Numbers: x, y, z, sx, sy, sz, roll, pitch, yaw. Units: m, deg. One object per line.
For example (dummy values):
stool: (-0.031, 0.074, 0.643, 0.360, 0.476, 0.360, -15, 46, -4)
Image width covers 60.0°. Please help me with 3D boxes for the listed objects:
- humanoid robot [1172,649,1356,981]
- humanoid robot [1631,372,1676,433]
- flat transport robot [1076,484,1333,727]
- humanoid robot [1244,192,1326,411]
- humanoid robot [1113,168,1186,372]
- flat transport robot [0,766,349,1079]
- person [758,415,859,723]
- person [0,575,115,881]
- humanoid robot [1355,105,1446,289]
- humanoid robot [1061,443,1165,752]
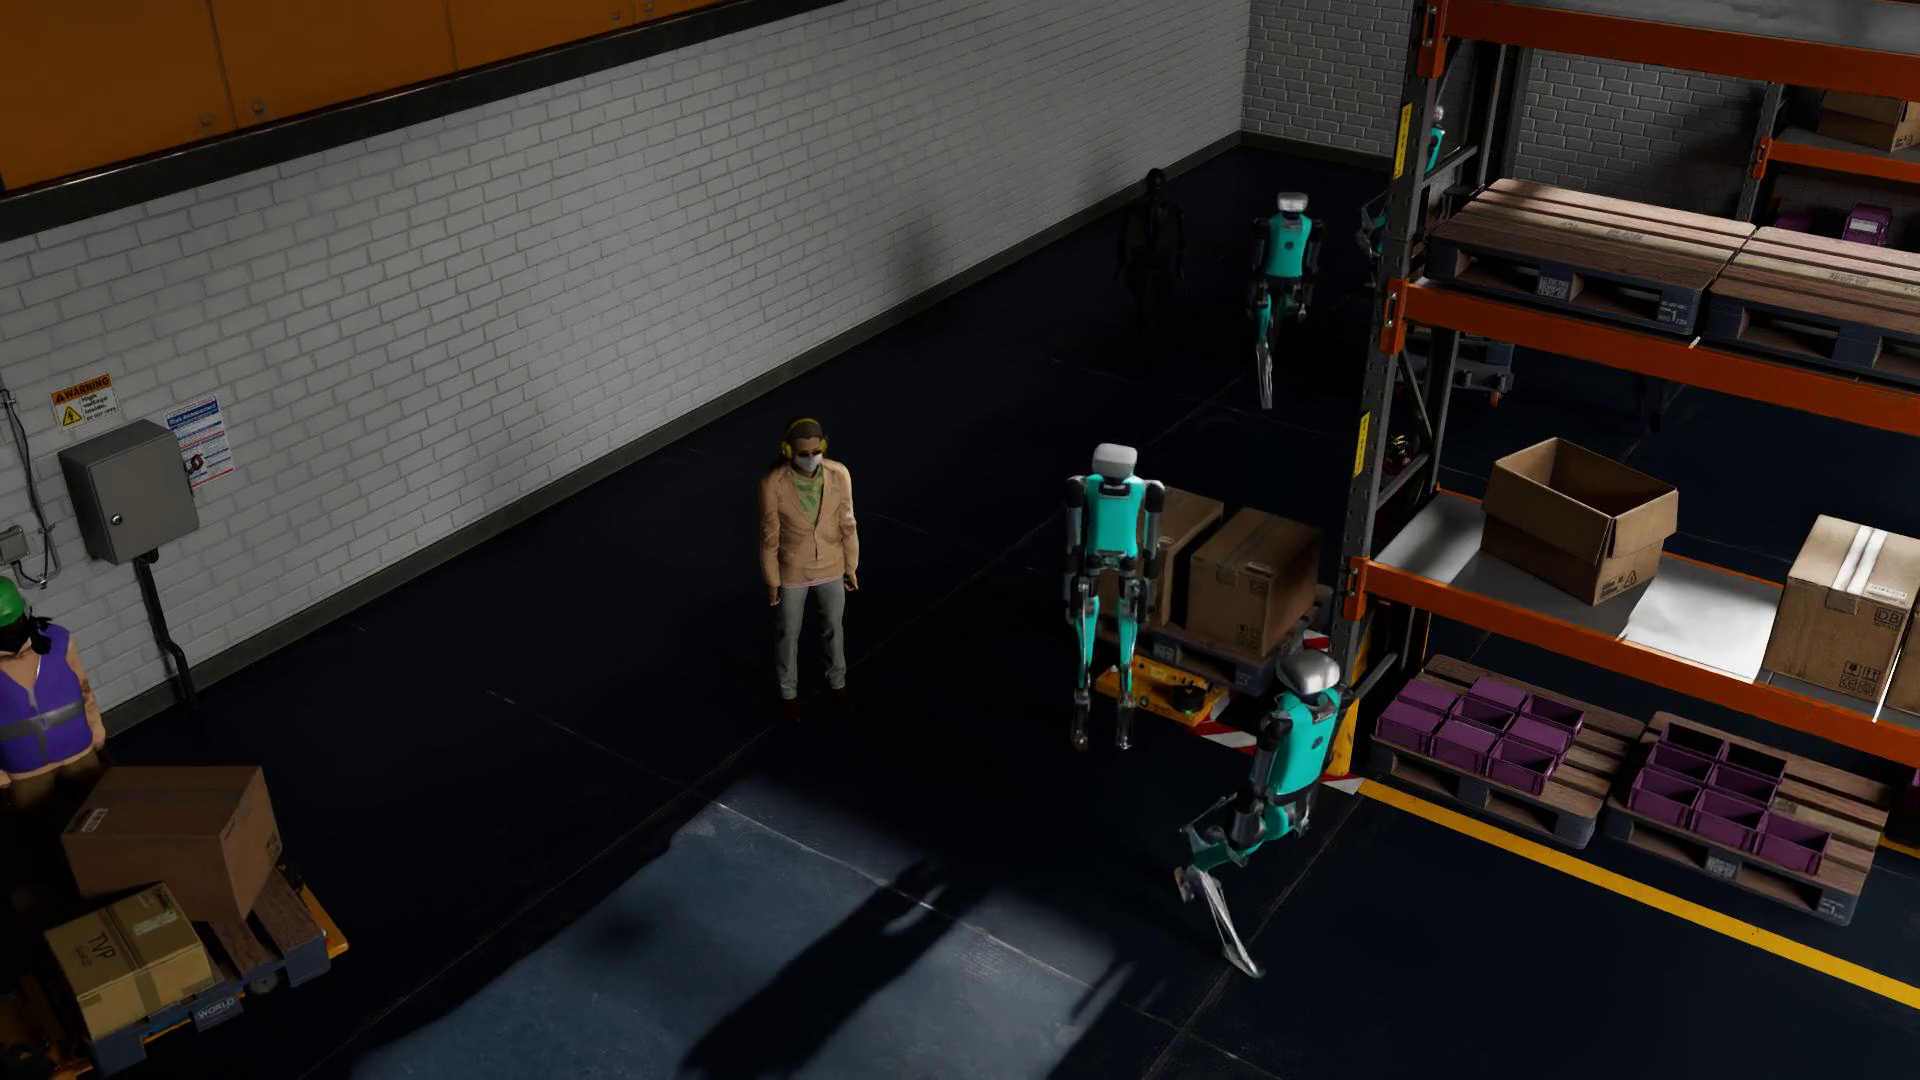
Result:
humanoid robot: (1.240, 1.163, 7.590, 0.556, 1.809, 0.934, -21, 36, -32)
humanoid robot: (5.209, -1.566, 12.371, 0.600, 1.642, 0.550, 12, 32, 20)
flat transport robot: (1.449, 0.606, 9.988, 0.659, 0.231, 1.431, 19, 35, 29)
humanoid robot: (2.462, -1.983, 13.039, 0.548, 1.755, 1.012, 1, 30, 2)
humanoid robot: (1.523, -2.193, 13.460, 0.600, 1.638, 0.680, 6, 30, 10)
flat transport robot: (-3.631, 1.974, 7.615, 1.431, 0.231, 0.659, -23, 37, -34)
person: (-0.833, 0.149, 9.187, 0.554, 1.869, 0.391, -11, 32, -18)
person: (-4.217, 0.982, 7.674, 0.533, 1.930, 0.423, -25, 38, -36)
humanoid robot: (3.808, -2.942, 14.769, 0.772, 1.869, 0.540, 7, 31, 12)
humanoid robot: (0.784, 0.402, 8.860, 0.533, 1.757, 0.738, 3, 30, 6)
